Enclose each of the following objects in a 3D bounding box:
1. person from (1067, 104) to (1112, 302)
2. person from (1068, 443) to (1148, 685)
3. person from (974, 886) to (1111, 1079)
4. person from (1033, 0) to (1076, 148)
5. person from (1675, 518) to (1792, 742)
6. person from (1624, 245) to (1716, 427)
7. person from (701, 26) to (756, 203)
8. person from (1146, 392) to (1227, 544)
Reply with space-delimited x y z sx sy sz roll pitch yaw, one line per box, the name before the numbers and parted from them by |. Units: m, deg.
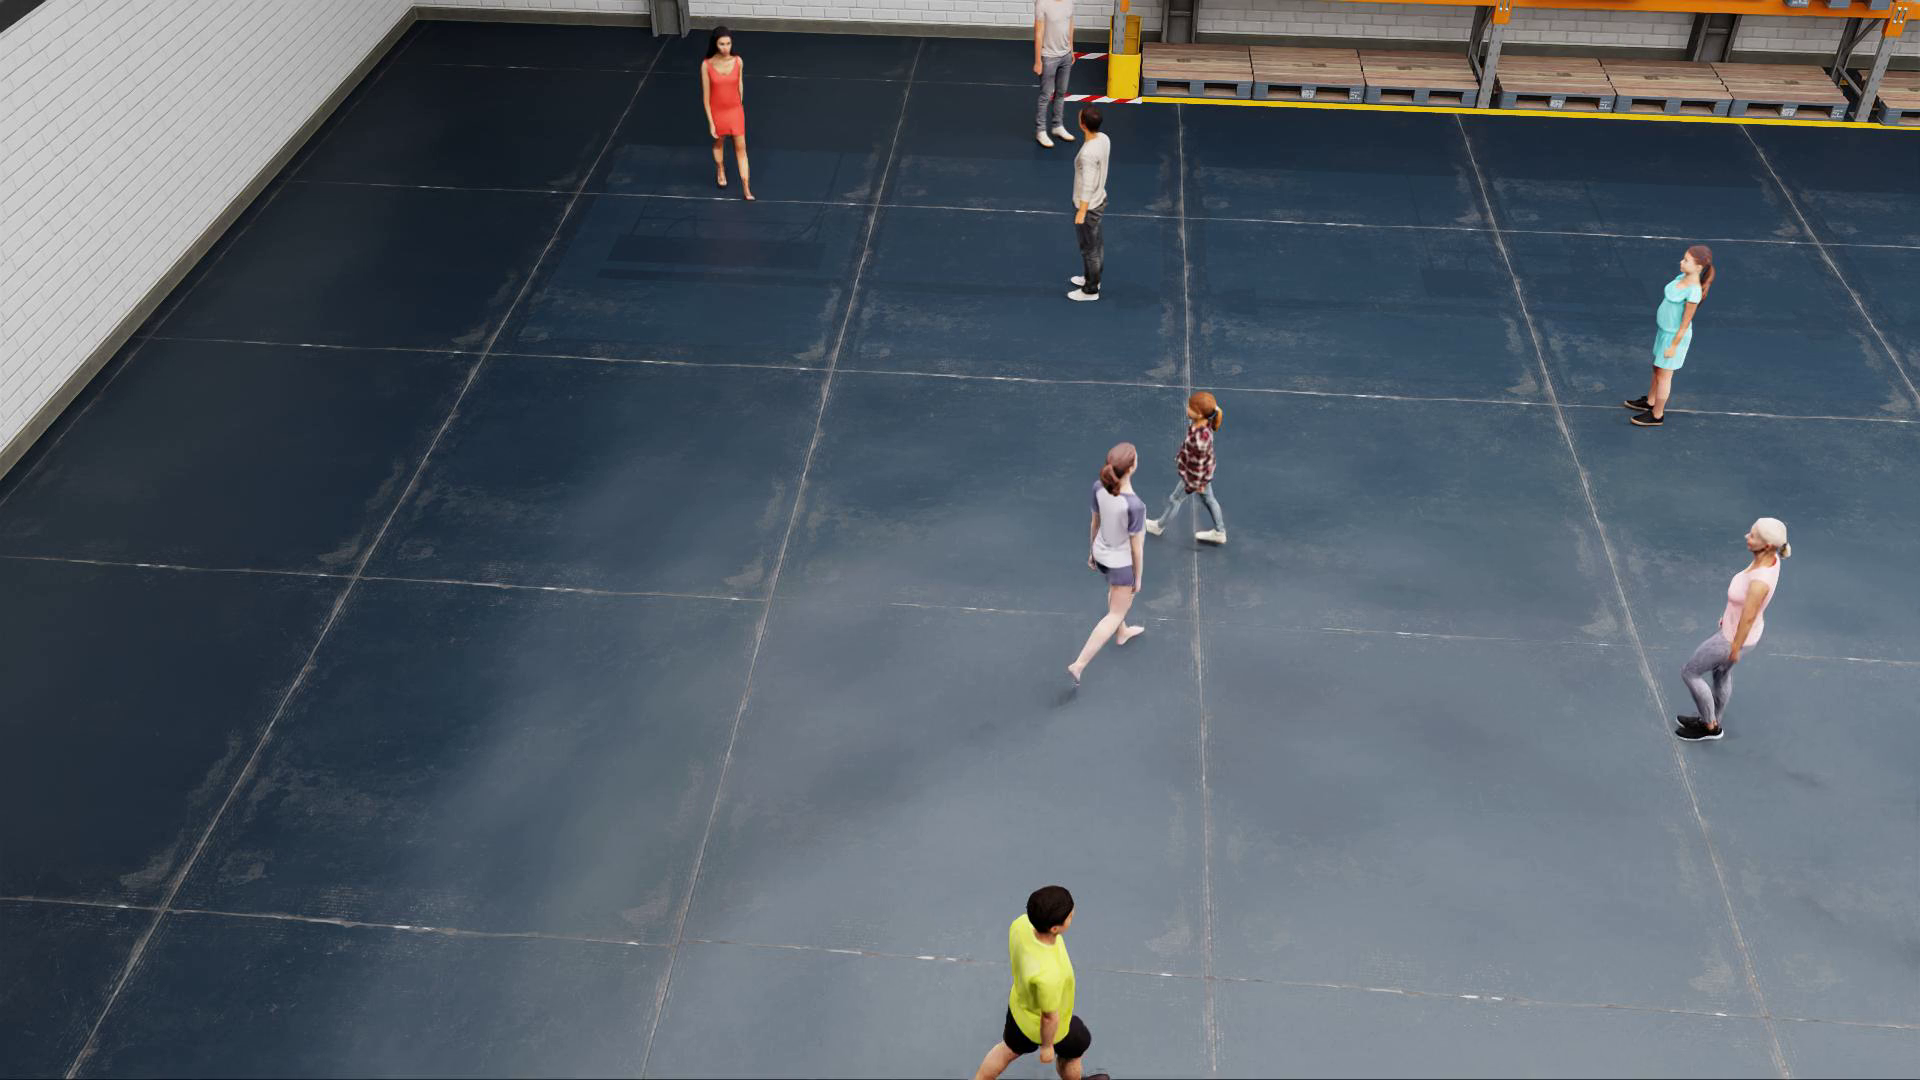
person | 1.150 -2.936 14.476 0.627 1.810 0.693 11 40 14
person | 0.945 0.162 10.652 1.072 1.741 1.039 -30 47 -32
person | 0.313 2.288 8.042 1.169 1.676 0.956 -15 41 -18
person | 0.952 -4.959 16.946 0.746 1.889 0.801 -28 47 -31
person | 4.821 0.592 10.135 0.706 1.714 0.655 24 44 27
person | 5.585 -1.611 13.019 0.547 1.558 0.551 5 39 7
person | -2.306 -4.152 16.111 1.147 1.669 0.963 -12 40 -14
person | 1.753 -0.482 11.838 0.946 1.267 0.662 12 40 14
